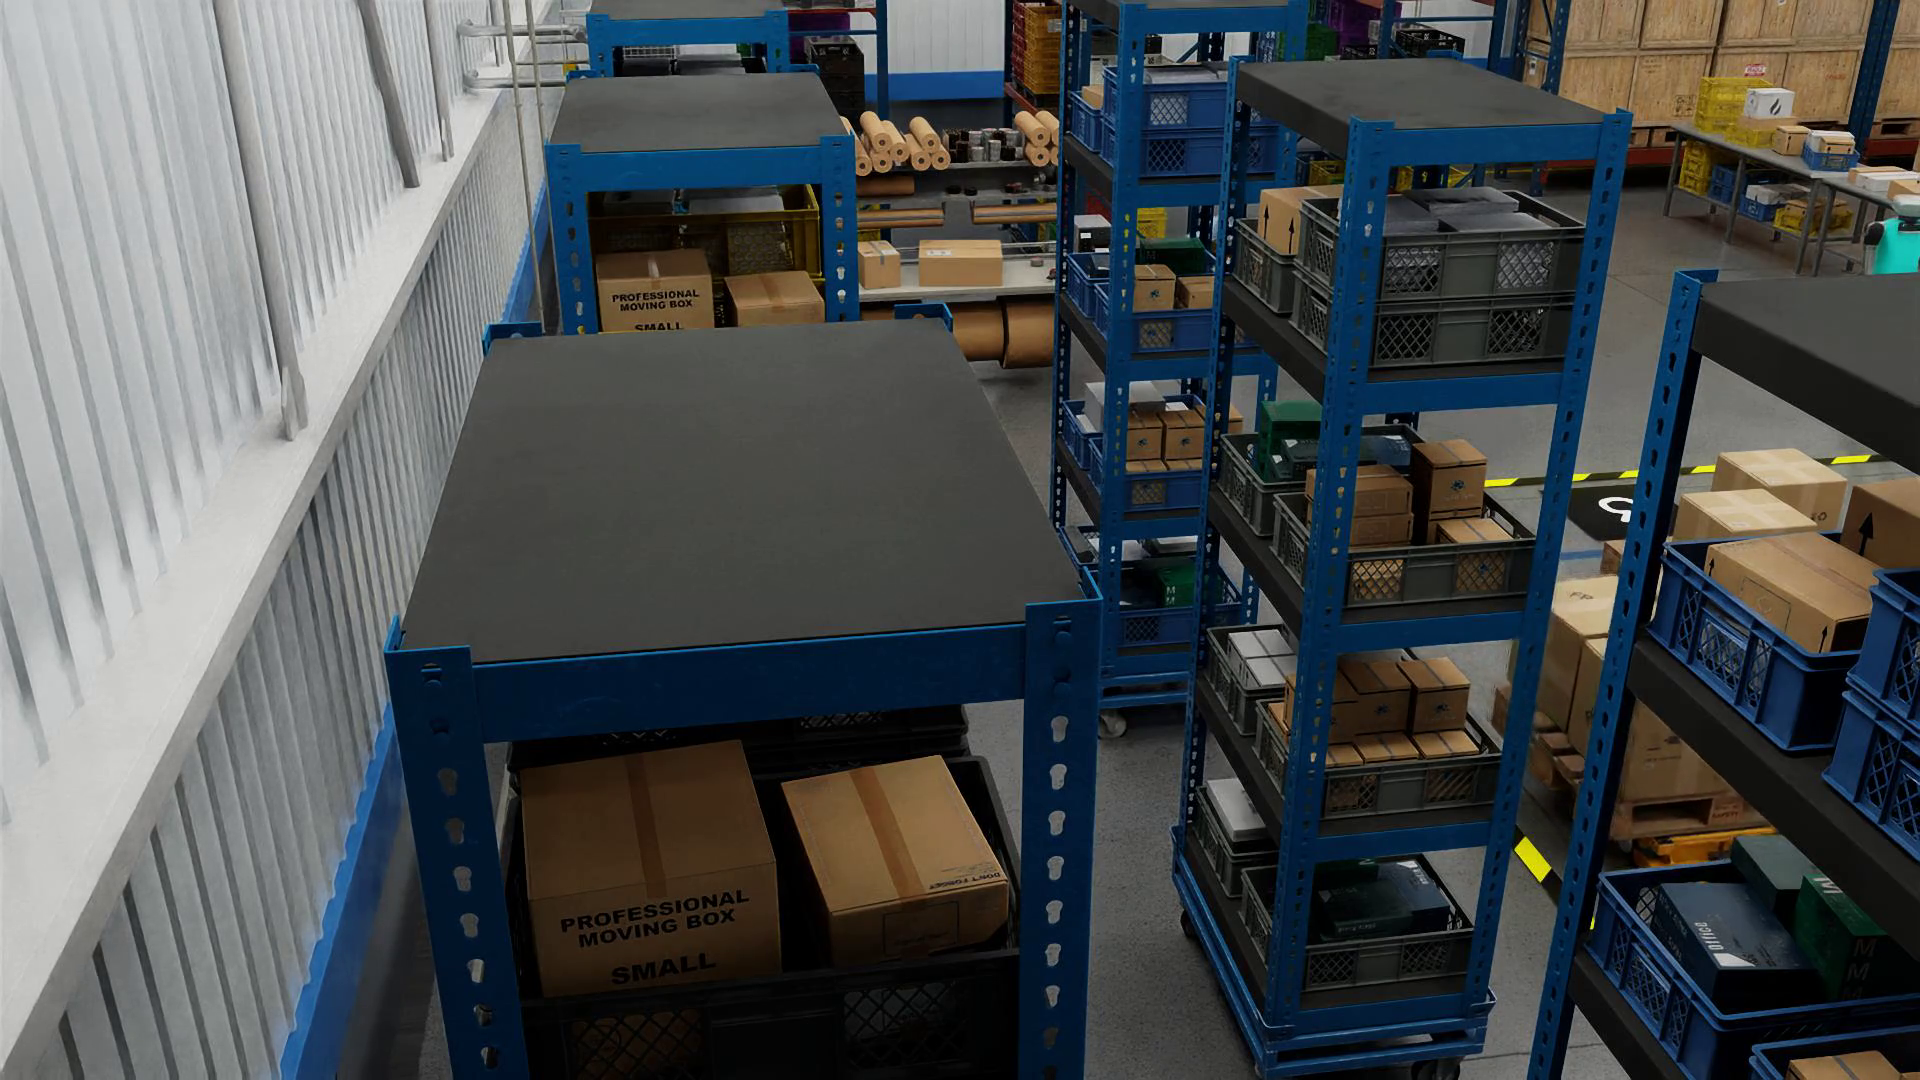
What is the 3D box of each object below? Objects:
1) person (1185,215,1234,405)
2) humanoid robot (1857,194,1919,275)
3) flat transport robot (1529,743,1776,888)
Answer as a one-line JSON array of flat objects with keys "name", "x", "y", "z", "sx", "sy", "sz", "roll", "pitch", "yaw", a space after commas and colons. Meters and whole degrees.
[{"name": "person", "x": 1.671, "y": -1.258, "z": 11.140, "sx": 0.387, "sy": 1.849, "sz": 0.596, "roll": -4, "pitch": 25, "yaw": -9}, {"name": "humanoid robot", "x": 6.652, "y": -1.544, "z": 11.736, "sx": 0.533, "sy": 1.677, "sz": 0.735, "roll": 0, "pitch": 25, "yaw": 0}, {"name": "flat transport robot", "x": 3.245, "y": 1.147, "z": 7.773, "sx": 0.652, "sy": 0.197, "sz": 1.431, "roll": -4, "pitch": 25, "yaw": -8}]
